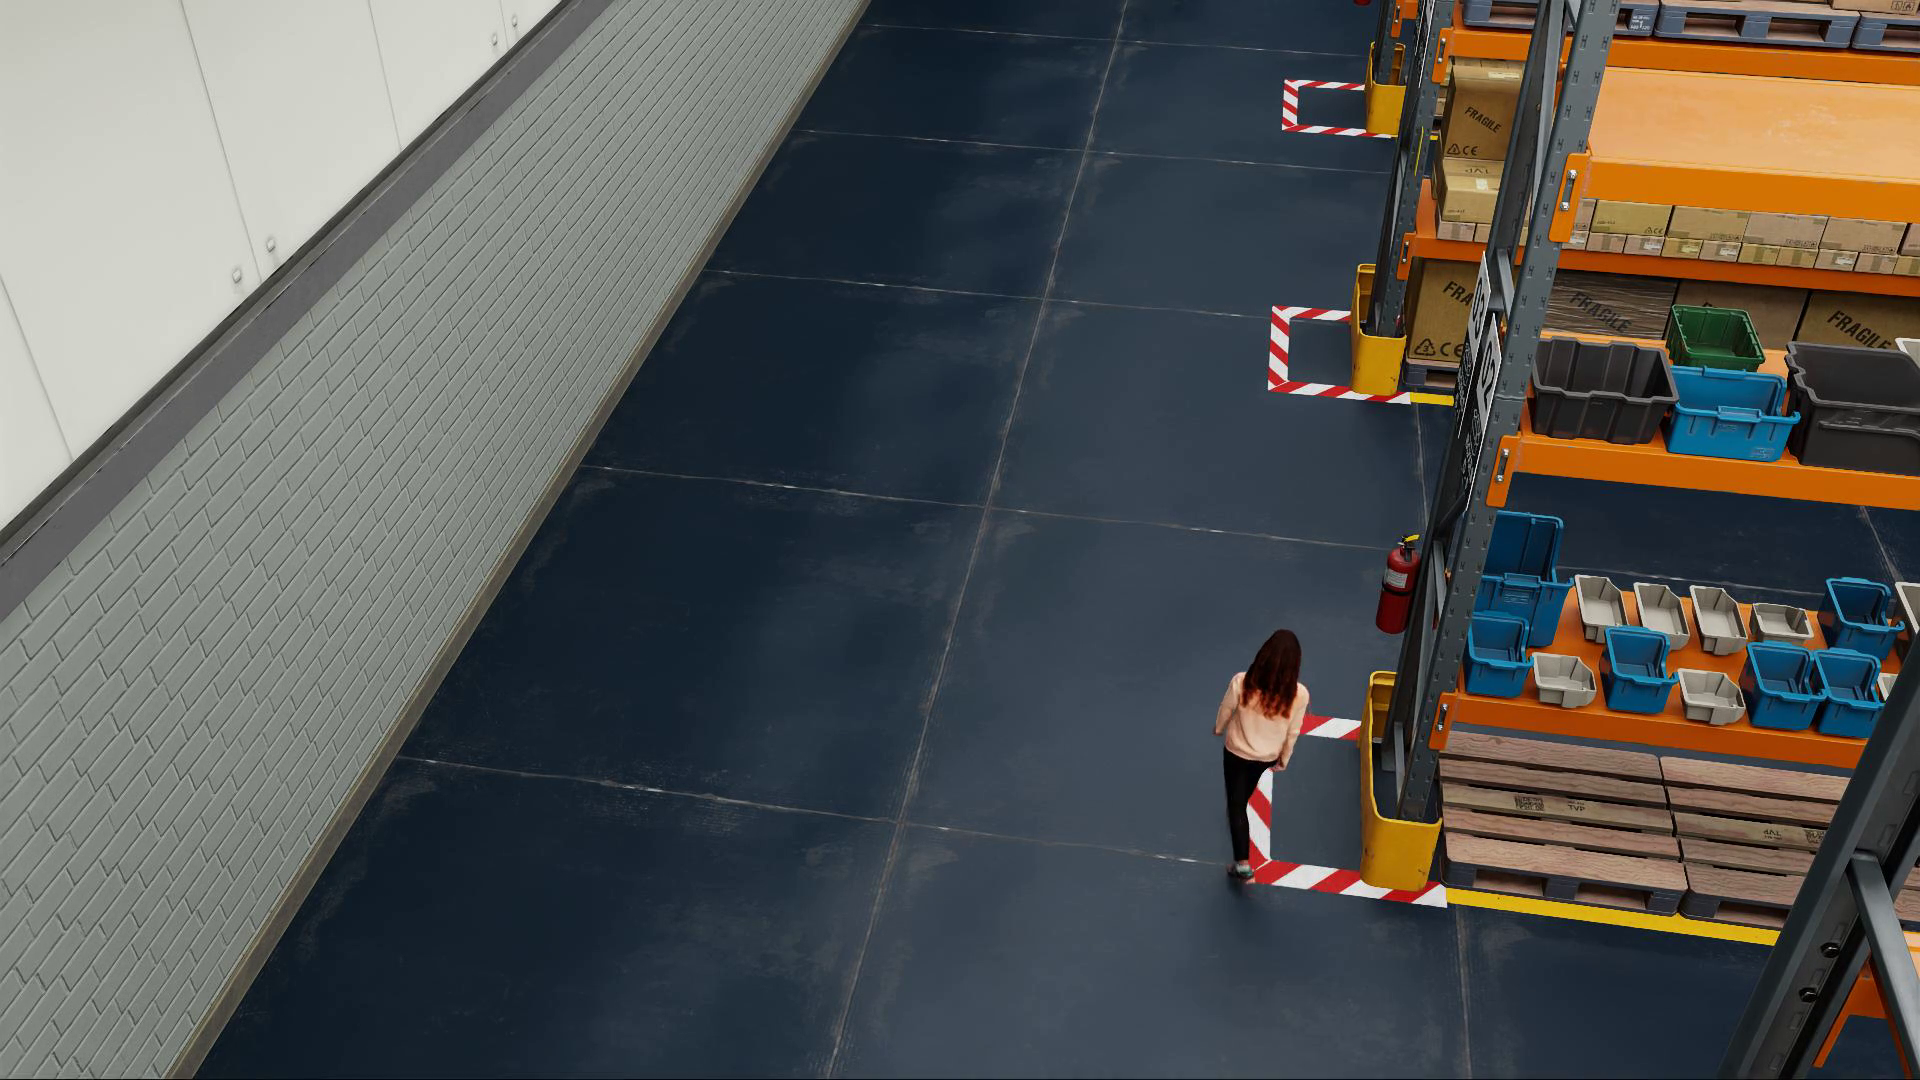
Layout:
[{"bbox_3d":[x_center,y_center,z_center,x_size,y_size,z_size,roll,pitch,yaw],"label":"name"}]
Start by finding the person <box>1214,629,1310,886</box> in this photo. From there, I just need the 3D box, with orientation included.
[{"bbox_3d":[1.512,1.131,8.556,0.977,1.445,0.767,-3,37,-4],"label":"person"}]
